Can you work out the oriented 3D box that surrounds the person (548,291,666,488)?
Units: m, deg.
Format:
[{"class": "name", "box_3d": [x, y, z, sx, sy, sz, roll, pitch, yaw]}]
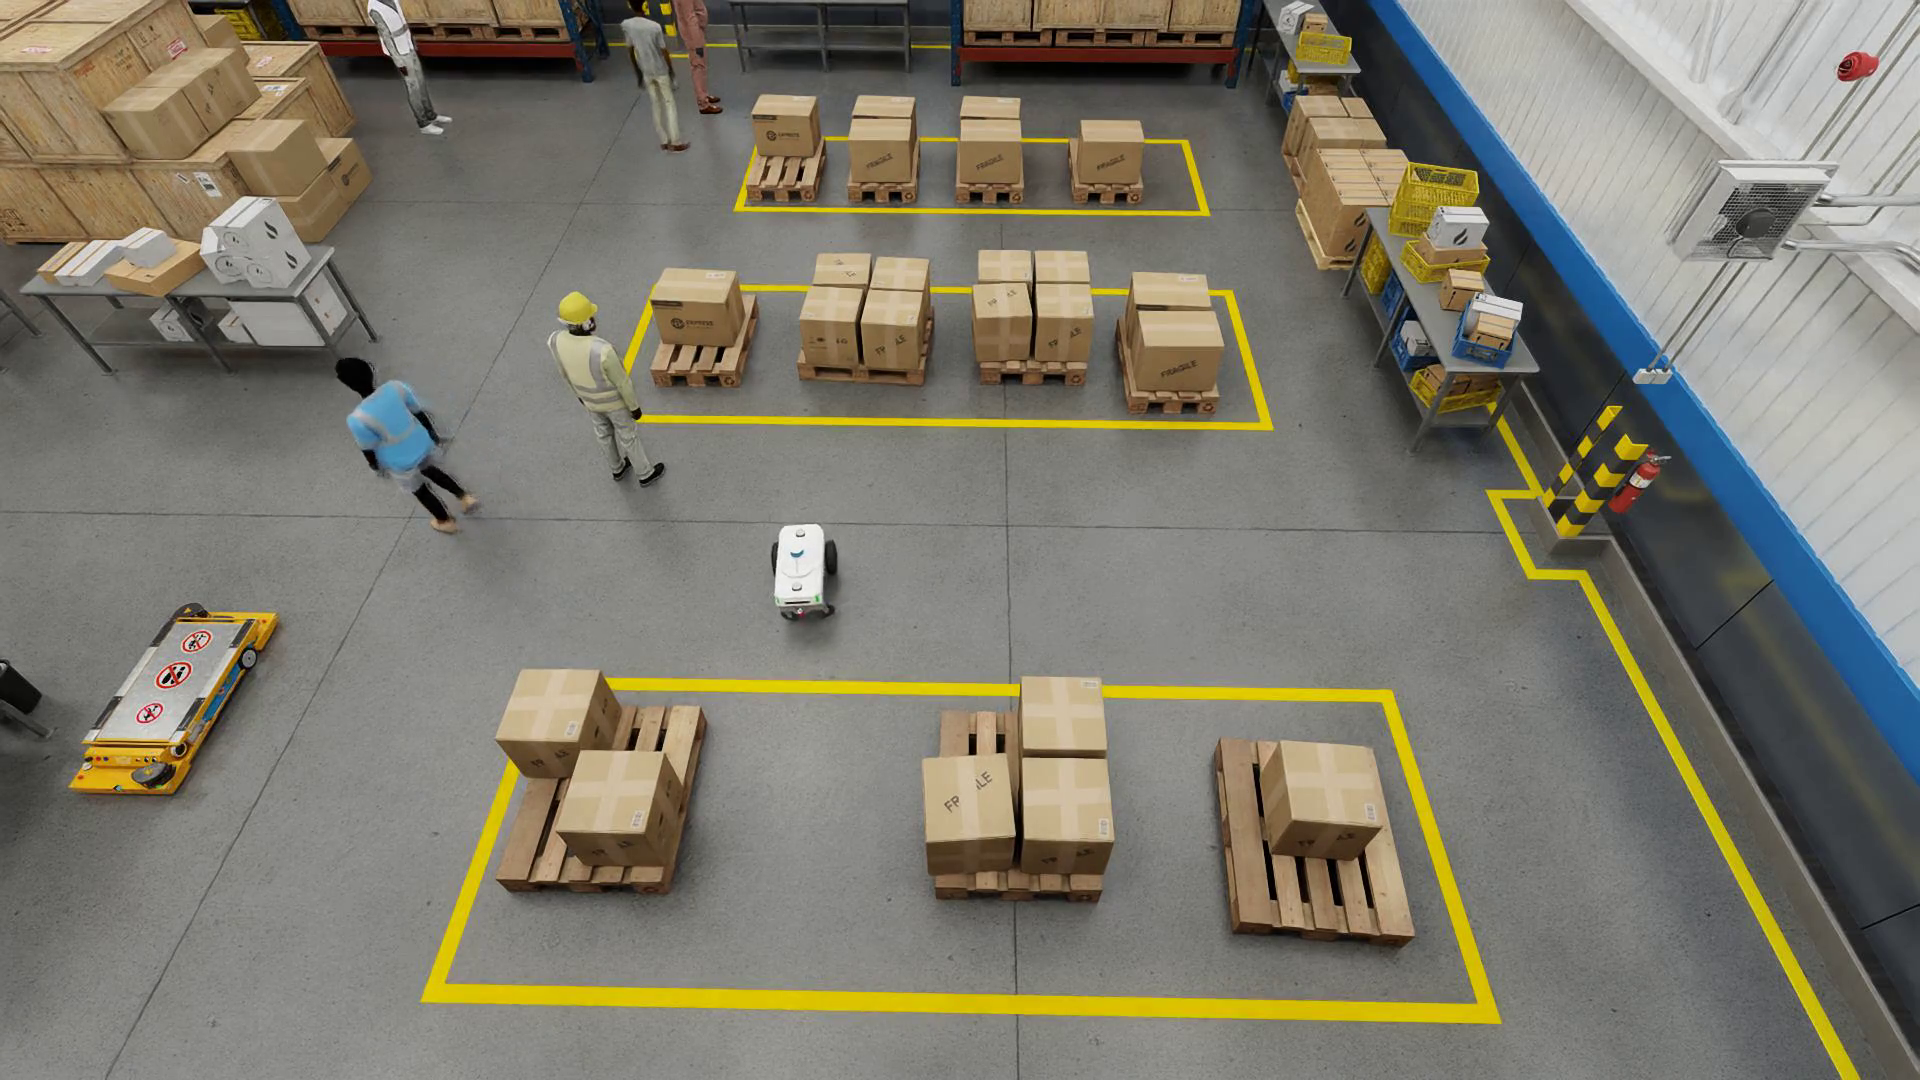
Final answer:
[{"class": "person", "box_3d": [-2.822, -1.164, 7.320, 0.600, 1.827, 0.404, 16, 52, 13]}]

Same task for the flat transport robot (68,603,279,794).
[{"class": "flat transport robot", "box_3d": [-5.504, 1.072, 6.442, 0.652, 0.197, 1.431, 1, 50, 1]}]

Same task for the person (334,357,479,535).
[{"class": "person", "box_3d": [-4.239, -0.685, 7.008, 0.365, 1.680, 0.549, 12, 51, 10]}]

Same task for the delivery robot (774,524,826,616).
[{"class": "delivery robot", "box_3d": [-1.205, 0.214, 6.924, 0.477, 0.478, 0.707, -3, 50, -2]}]

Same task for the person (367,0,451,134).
[{"class": "person", "box_3d": [-6.949, -6.077, 11.425, 0.383, 1.912, 0.584, -2, 50, -1]}]

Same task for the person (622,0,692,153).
[{"class": "person", "box_3d": [-3.684, -5.645, 11.089, 0.528, 1.866, 0.307, 7, 50, 6]}]

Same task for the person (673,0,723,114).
[{"class": "person", "box_3d": [-3.406, -6.523, 11.815, 0.402, 1.900, 0.636, -17, 52, -14]}]
